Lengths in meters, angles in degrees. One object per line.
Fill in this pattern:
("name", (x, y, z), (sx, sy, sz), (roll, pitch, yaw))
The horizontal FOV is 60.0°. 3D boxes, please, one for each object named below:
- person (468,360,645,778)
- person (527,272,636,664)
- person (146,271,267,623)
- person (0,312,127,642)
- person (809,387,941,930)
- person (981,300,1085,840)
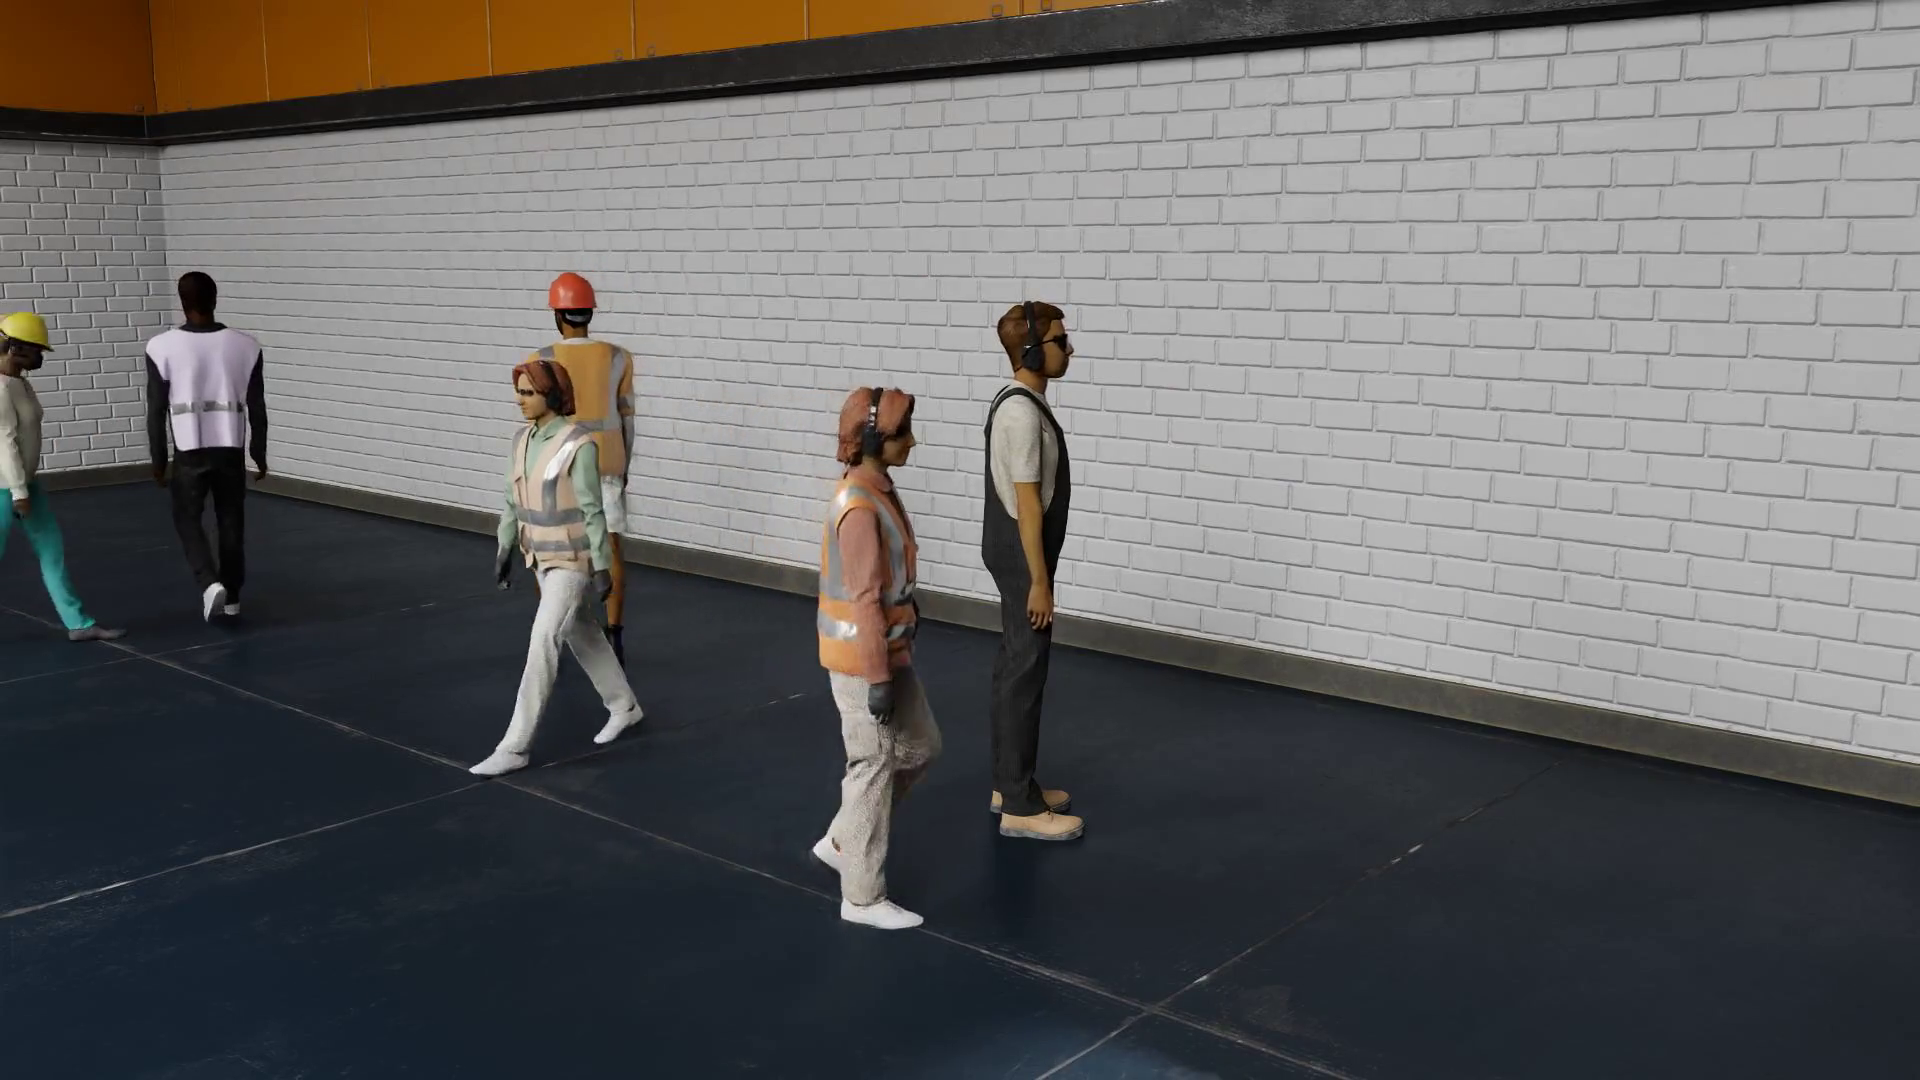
("person", (-1.587, 0.086, 6.564), (0.859, 1.596, 0.533), (-10, 14, -44))
("person", (-1.881, -0.366, 8.269), (0.546, 1.889, 0.996), (-4, 11, -23))
("person", (-4.048, -0.493, 8.985), (0.598, 1.903, 0.698), (-6, 12, -32))
("person", (-4.809, -0.288, 8.395), (0.900, 1.715, 0.532), (-2, 10, -12))
("person", (-0.235, 0.359, 4.905), (0.378, 1.625, 0.542), (1, 10, 4))
("person", (0.248, 0.103, 5.749), (0.345, 1.847, 0.506), (-1, 10, -4))
